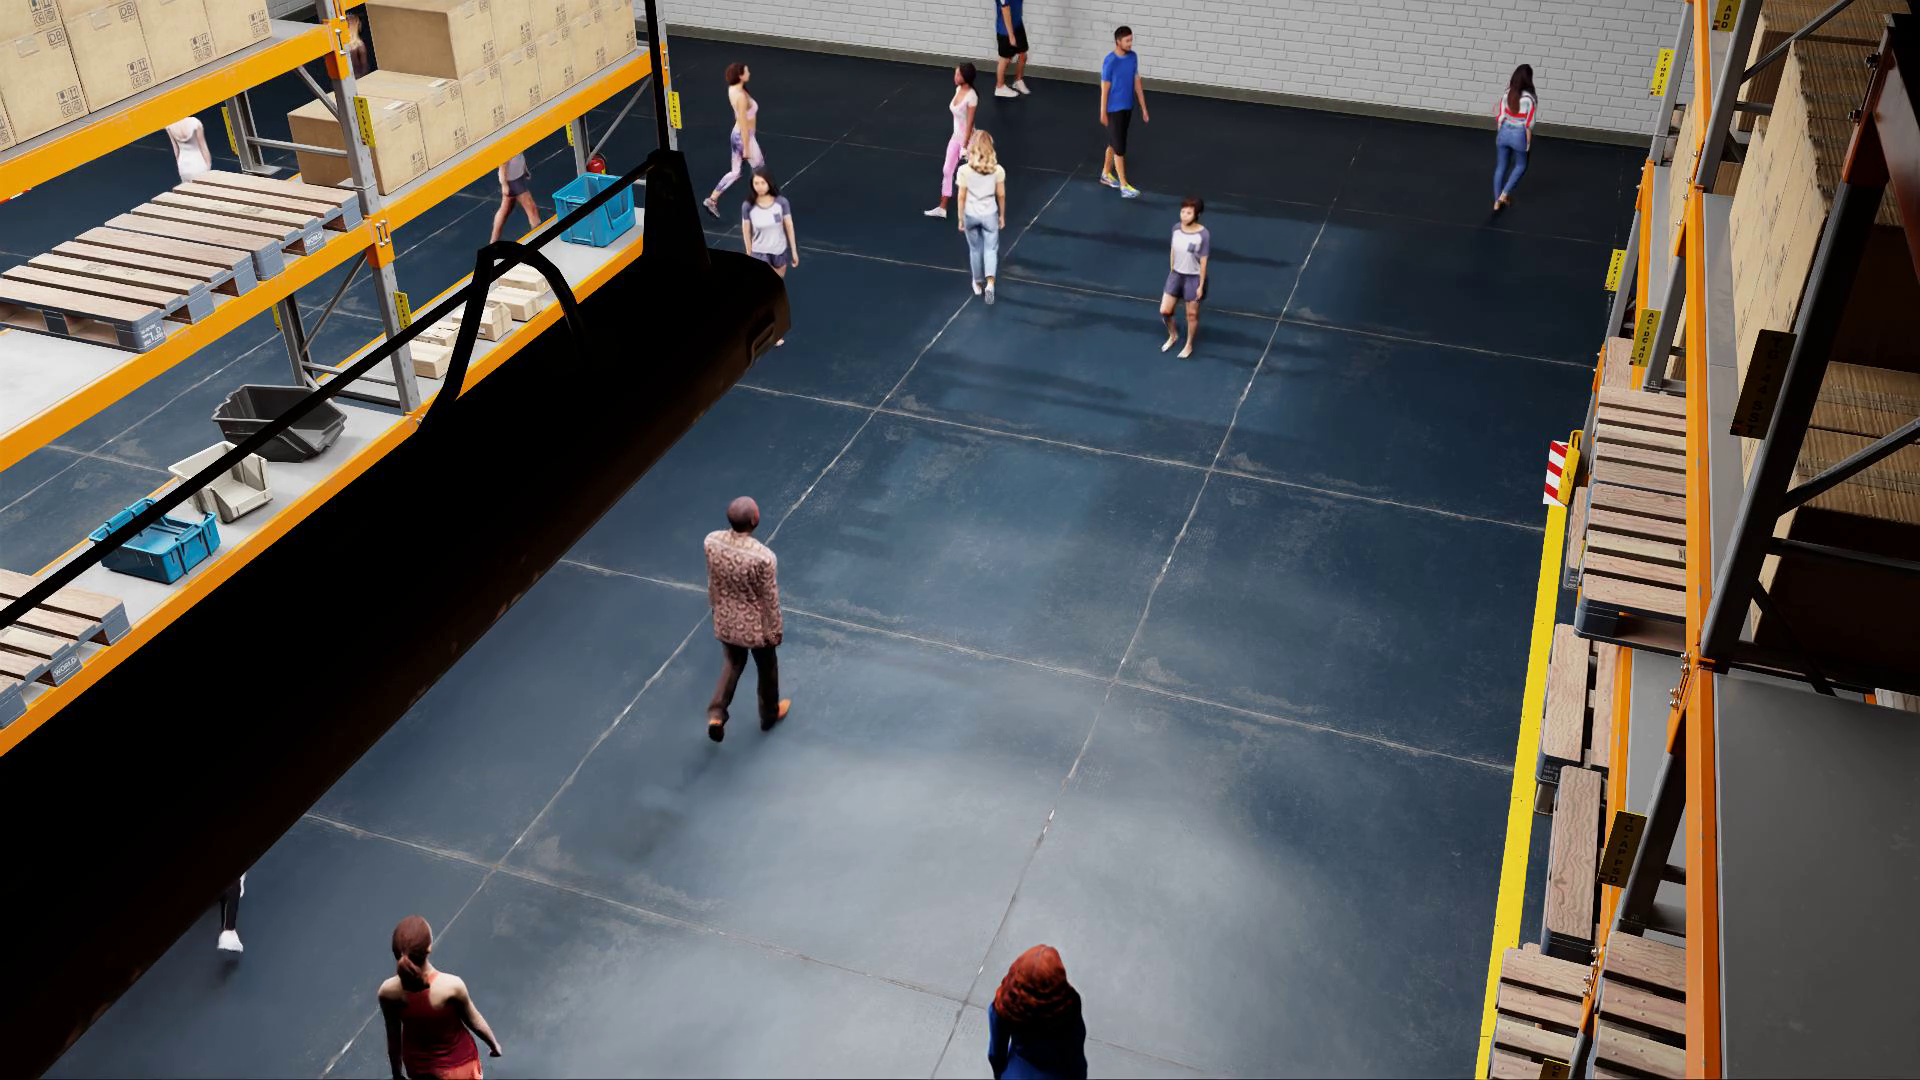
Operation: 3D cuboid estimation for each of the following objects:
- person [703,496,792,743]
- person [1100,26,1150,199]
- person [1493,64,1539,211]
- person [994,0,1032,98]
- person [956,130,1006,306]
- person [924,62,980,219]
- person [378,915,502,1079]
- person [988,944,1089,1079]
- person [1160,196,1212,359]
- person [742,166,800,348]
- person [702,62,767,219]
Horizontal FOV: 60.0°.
[{"bbox_3d":[-1.395,0.549,10.496,0.714,1.786,0.935,14,36,20],"label":"person"},{"bbox_3d":[1.715,-4.797,18.488,1.040,1.842,0.974,-26,42,-33],"label":"person"},{"bbox_3d":[5.954,-4.328,17.992,0.697,1.609,0.705,26,42,33],"label":"person"},{"bbox_3d":[0.612,-6.493,21.058,0.906,1.821,0.752,11,35,16],"label":"person"},{"bbox_3d":[0.215,-3.061,15.998,0.909,1.707,1.106,-4,34,-6],"label":"person"},{"bbox_3d":[0.147,-4.257,17.787,1.018,1.719,0.954,-15,36,-21],"label":"person"},{"bbox_3d":[-2.409,2.484,7.651,0.844,1.713,1.165,0,34,0],"label":"person"},{"bbox_3d":[0.343,2.509,7.509,0.603,1.828,0.555,12,35,17],"label":"person"},{"bbox_3d":[2.113,-2.421,15.172,0.618,1.556,0.640,20,39,28],"label":"person"},{"bbox_3d":[-1.781,-2.697,15.494,1.054,1.659,1.167,-12,35,-17],"label":"person"},{"bbox_3d":[-2.377,-4.205,17.687,1.159,1.742,1.052,-17,37,-24],"label":"person"}]
